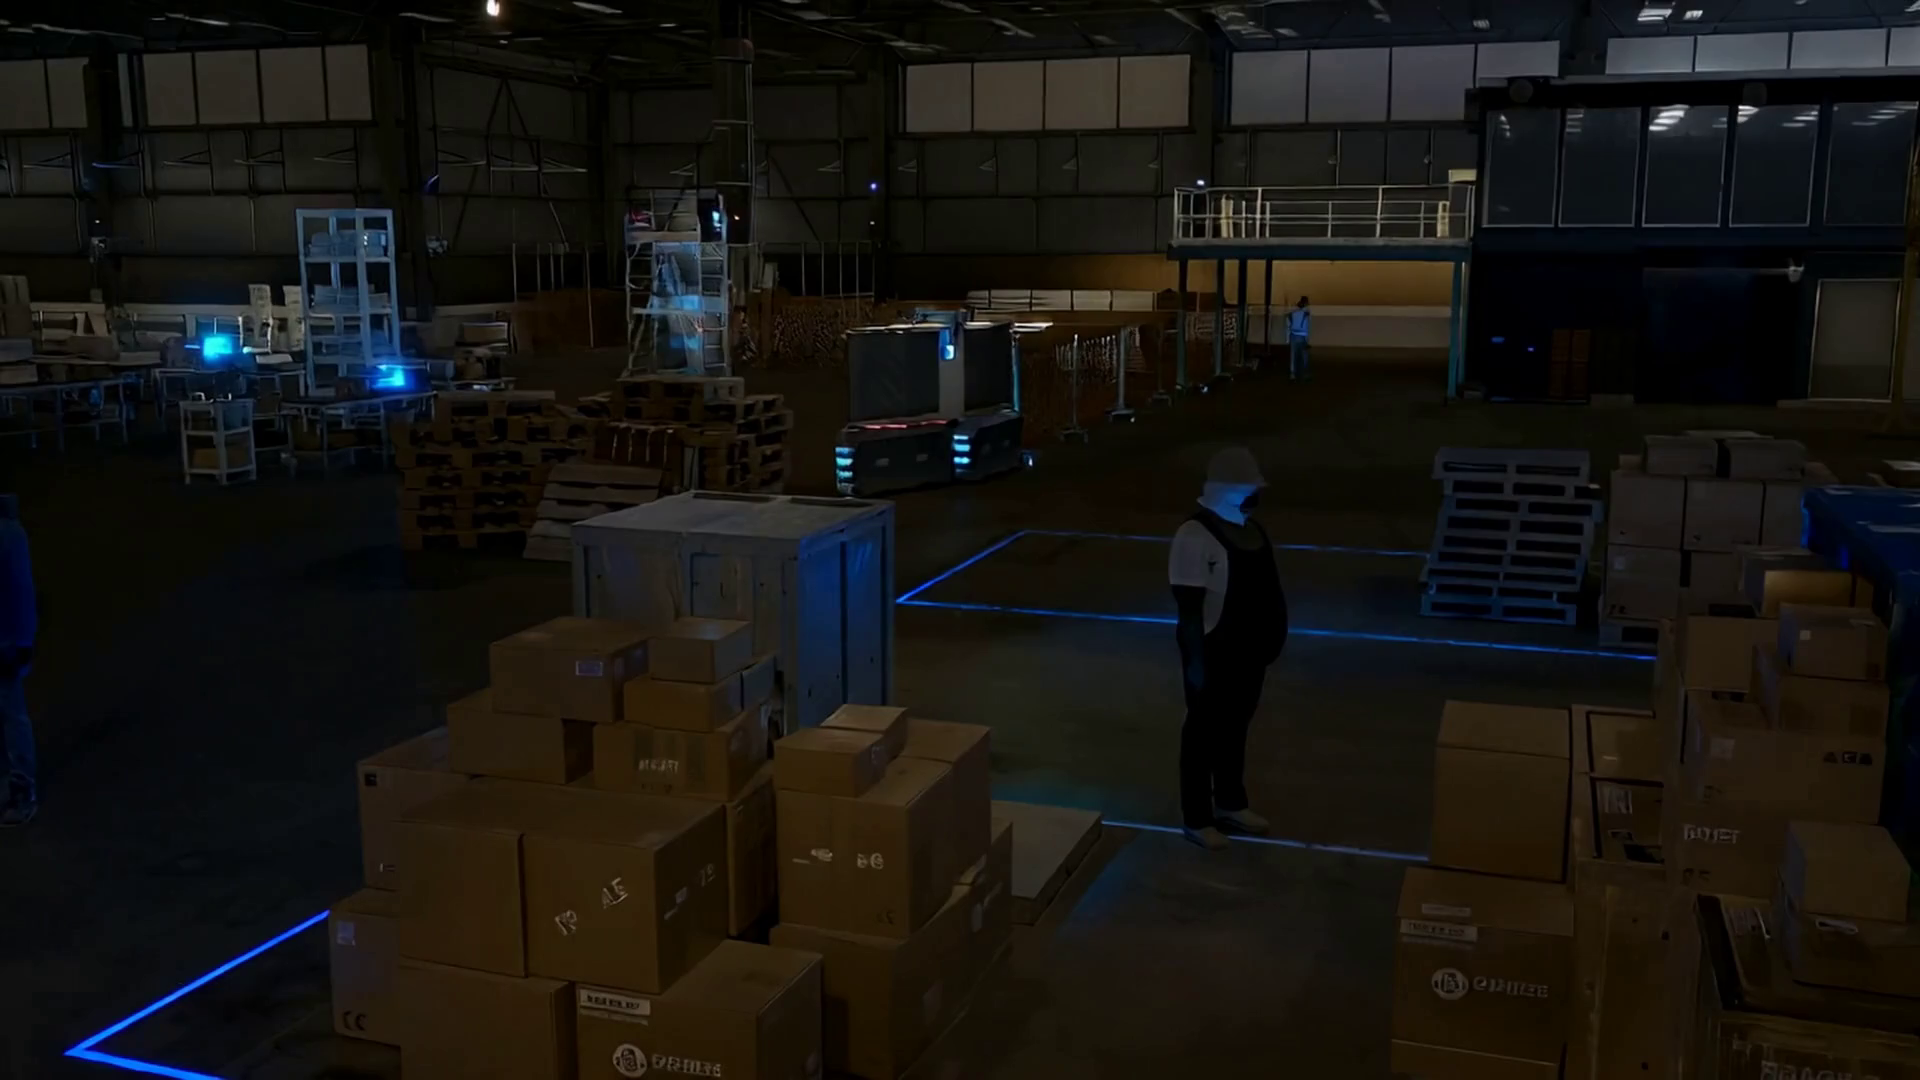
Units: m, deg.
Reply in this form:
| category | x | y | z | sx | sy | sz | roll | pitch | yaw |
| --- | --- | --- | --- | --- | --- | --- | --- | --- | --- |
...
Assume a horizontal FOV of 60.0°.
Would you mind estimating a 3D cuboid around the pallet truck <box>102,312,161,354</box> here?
| category | x | y | z | sx | sy | sz | roll | pitch | yaw |
| --- | --- | --- | --- | --- | --- | --- | --- | --- | --- |
| pallet truck | -23.057 | -5.777 | 46.261 | 0.680 | 1.201 | 1.601 | 3 | 11 | 19 |

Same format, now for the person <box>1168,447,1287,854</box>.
| category | x | y | z | sx | sy | sz | roll | pitch | yaw |
| --- | --- | --- | --- | --- | --- | --- | --- | --- | --- |
| person | 1.387 | 0.537 | 8.418 | 0.538 | 2.000 | 0.684 | 8 | 13 | 39 |

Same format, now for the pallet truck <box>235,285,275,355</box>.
| category | x | y | z | sx | sy | sz | roll | pitch | yaw |
| --- | --- | --- | --- | --- | --- | --- | --- | --- | --- |
| pallet truck | -18.327 | -5.835 | 44.421 | 0.823 | 1.965 | 1.885 | 4 | 11 | 23 |

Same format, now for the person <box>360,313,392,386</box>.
| category | x | y | z | sx | sy | sz | roll | pitch | yaw |
| --- | --- | --- | --- | --- | --- | --- | --- | --- | --- |
| person | -11.804 | -3.941 | 33.622 | 0.614 | 2.045 | 0.368 | -8 | 13 | -37 |

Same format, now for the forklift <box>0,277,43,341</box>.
| category | x | y | z | sx | sy | sz | roll | pitch | yaw |
| --- | --- | --- | --- | --- | --- | --- | --- | --- | --- |
| forklift | -27.151 | -6.329 | 46.328 | 1.157 | 1.987 | 2.680 | 3 | 11 | 17 |

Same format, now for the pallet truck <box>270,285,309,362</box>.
| category | x | y | z | sx | sy | sz | roll | pitch | yaw |
| --- | --- | --- | --- | --- | --- | --- | --- | --- | --- |
| pallet truck | -17.147 | -5.700 | 43.663 | 0.823 | 1.965 | 1.885 | 3 | 11 | 17 |

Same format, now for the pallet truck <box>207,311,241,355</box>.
| category | x | y | z | sx | sy | sz | roll | pitch | yaw |
| --- | --- | --- | --- | --- | --- | --- | --- | --- | --- |
| pallet truck | -19.537 | -5.575 | 44.913 | 0.653 | 1.274 | 1.630 | 3 | 11 | 19 |

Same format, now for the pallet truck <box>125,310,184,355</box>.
| category | x | y | z | sx | sy | sz | roll | pitch | yaw |
| --- | --- | --- | --- | --- | --- | --- | --- | --- | --- |
| pallet truck | -22.038 | -5.665 | 45.457 | 0.704 | 1.261 | 1.522 | 3 | 11 | 17 |

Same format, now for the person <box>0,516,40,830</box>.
| category | x | y | z | sx | sy | sz | roll | pitch | yaw |
| --- | --- | --- | --- | --- | --- | --- | --- | --- | --- |
| person | -5.105 | 0.520 | 8.632 | 0.609 | 1.997 | 0.377 | 1 | 10 | 5 |

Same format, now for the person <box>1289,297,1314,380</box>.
| category | x | y | z | sx | sy | sz | roll | pitch | yaw |
| --- | --- | --- | --- | --- | --- | --- | --- | --- | --- |
| person | 7.730 | -4.575 | 37.723 | 0.600 | 1.846 | 0.819 | 7 | 12 | 36 |
